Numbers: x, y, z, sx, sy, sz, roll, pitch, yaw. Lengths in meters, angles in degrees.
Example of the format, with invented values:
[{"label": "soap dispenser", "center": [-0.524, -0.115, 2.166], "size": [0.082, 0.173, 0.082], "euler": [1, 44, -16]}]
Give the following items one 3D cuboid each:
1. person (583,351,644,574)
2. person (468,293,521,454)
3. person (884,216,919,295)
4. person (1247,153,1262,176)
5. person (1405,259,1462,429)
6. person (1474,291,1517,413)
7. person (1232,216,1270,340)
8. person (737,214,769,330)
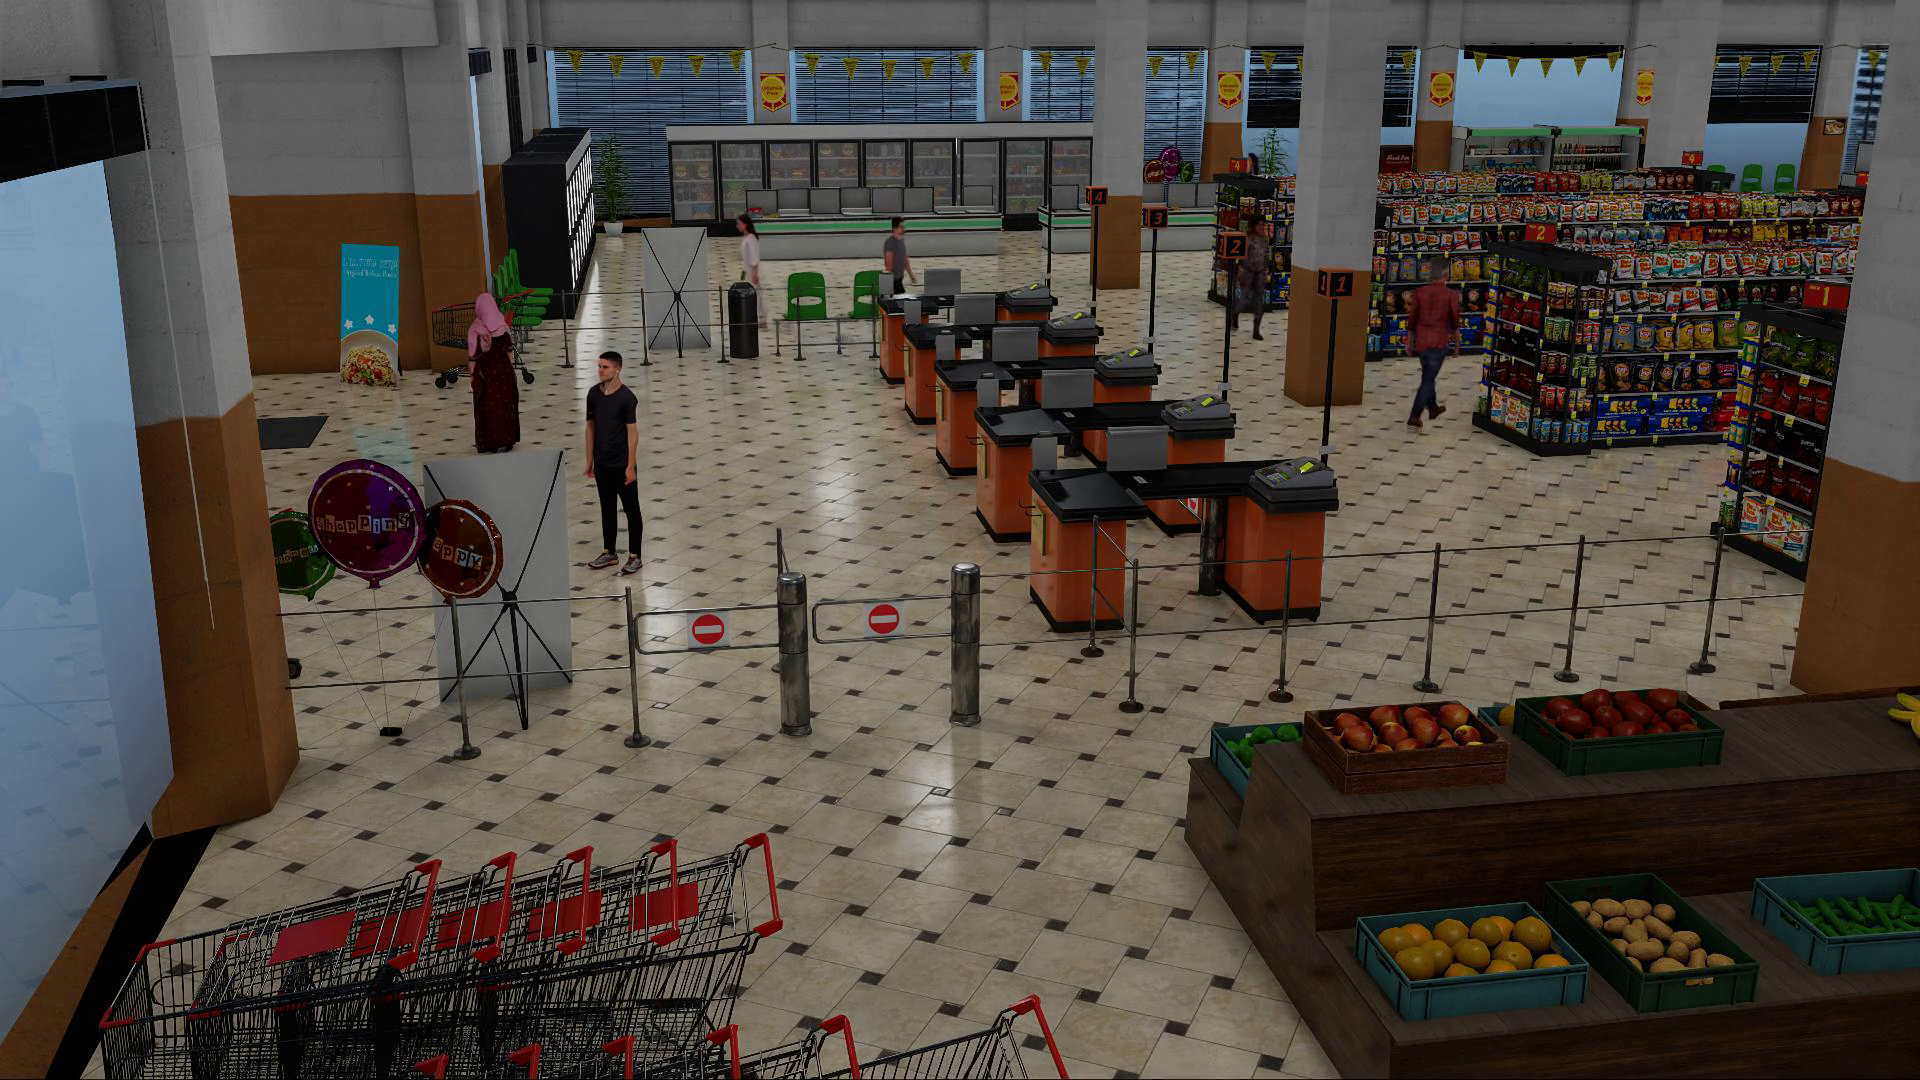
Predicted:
[{"label": "person", "center": [-2.732, -0.625, 13.188], "size": [0.680, 1.764, 0.779], "euler": [8, 18, 24]}, {"label": "person", "center": [-4.773, -1.711, 16.984], "size": [0.696, 1.637, 0.815], "euler": [-12, 21, -34]}, {"label": "person", "center": [-0.986, -3.604, 23.072], "size": [1.055, 1.722, 0.858], "euler": [2, 17, 7]}, {"label": "person", "center": [6.353, -7.591, 36.278], "size": [0.664, 1.677, 0.775], "euler": [-12, 21, -35]}, {"label": "person", "center": [5.055, -2.088, 17.961], "size": [1.156, 1.791, 1.304], "euler": [14, 22, 39]}, {"label": "person", "center": [5.979, -2.234, 18.602], "size": [0.897, 1.698, 0.675], "euler": [-5, 18, -16]}, {"label": "person", "center": [4.096, -3.697, 23.423], "size": [0.987, 1.696, 0.678], "euler": [-4, 17, -14]}, {"label": "person", "center": [-2.906, -3.853, 23.990], "size": [0.613, 1.665, 0.641], "euler": [-3, 17, -9]}]
